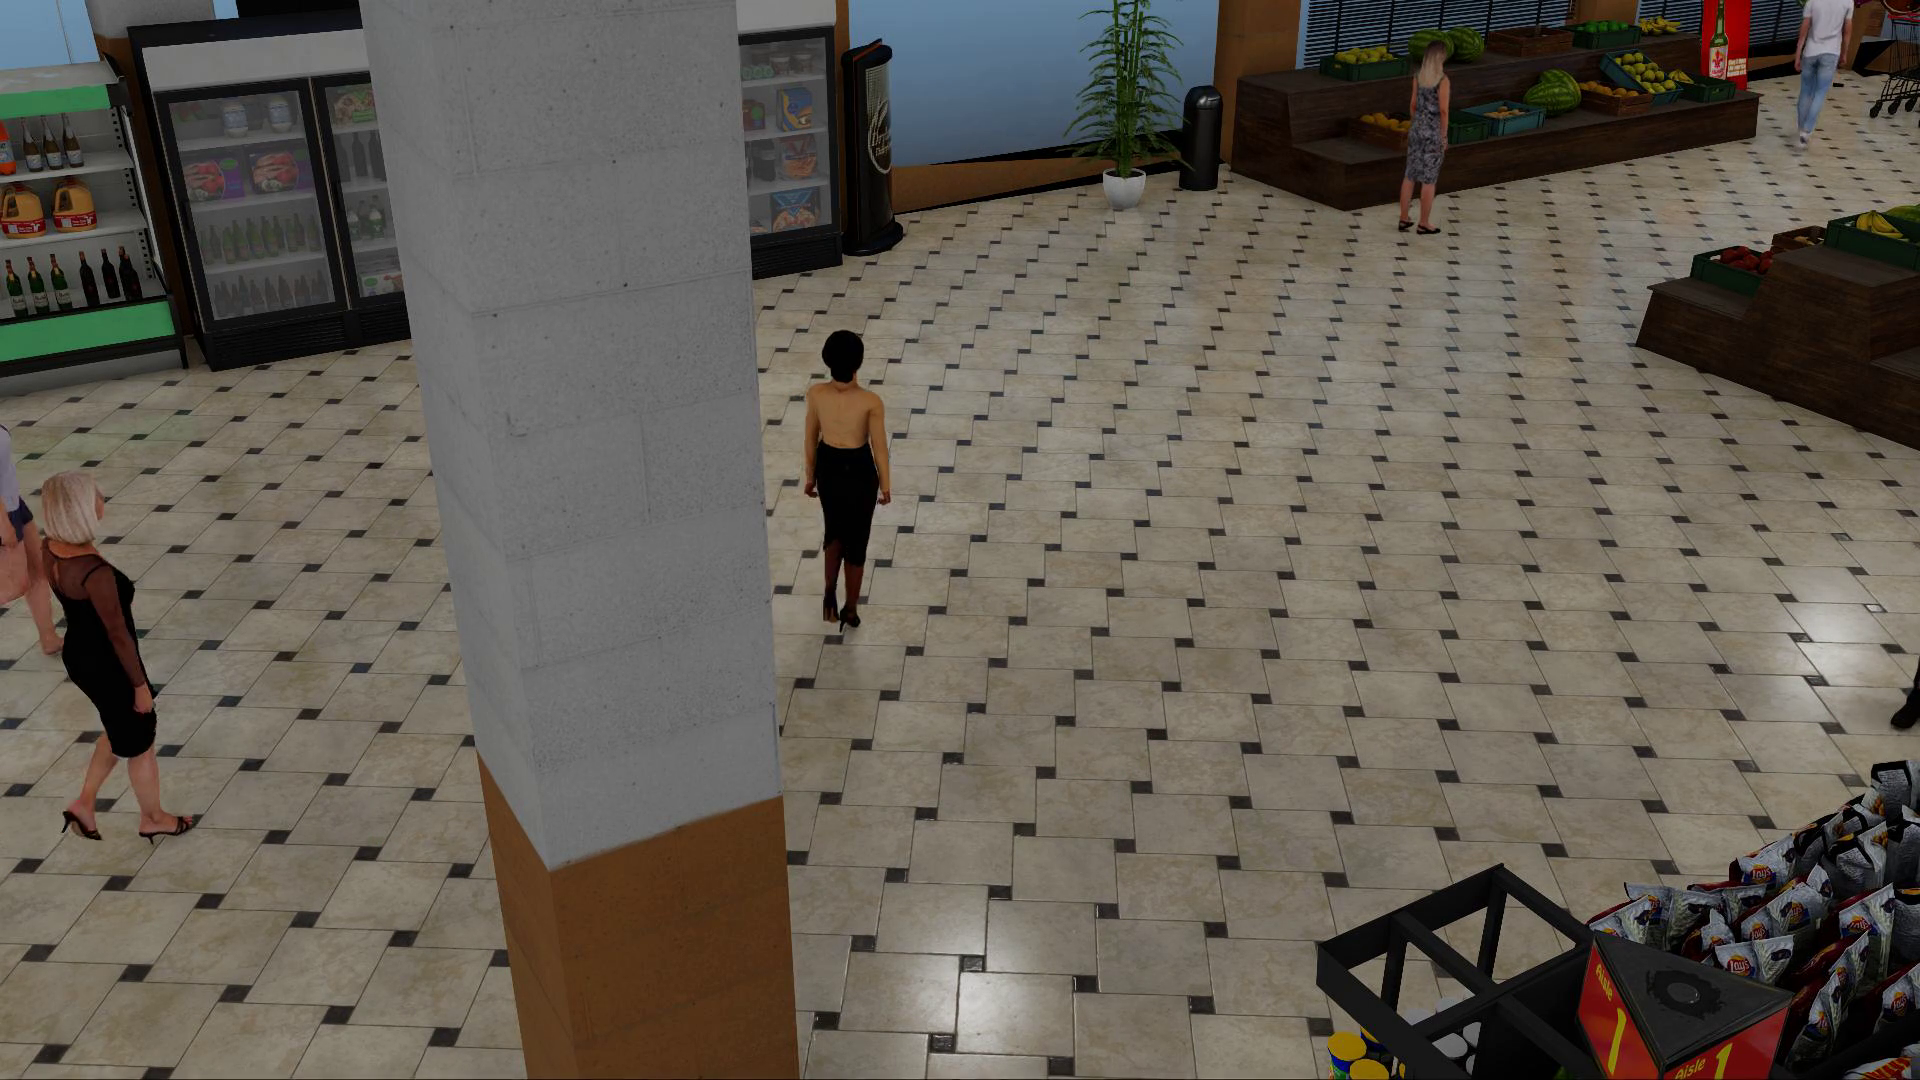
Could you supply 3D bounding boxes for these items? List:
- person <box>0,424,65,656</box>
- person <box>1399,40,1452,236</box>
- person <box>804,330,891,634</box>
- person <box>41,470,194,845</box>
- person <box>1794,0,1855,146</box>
[{"bbox_3d":[-4.755,-0.126,8.051,0.910,1.688,0.627,-12,29,-23],"label":"person"},{"bbox_3d":[4.166,-3.605,14.891,0.501,1.705,0.568,-16,31,-29],"label":"person"},{"bbox_3d":[-0.600,-0.236,8.313,0.770,1.647,0.831,8,28,15],"label":"person"},{"bbox_3d":[-3.490,0.550,6.664,0.758,1.736,0.853,20,33,34],"label":"person"},{"bbox_3d":[9.212,-5.141,17.806,1.046,1.809,1.329,16,31,29],"label":"person"}]
